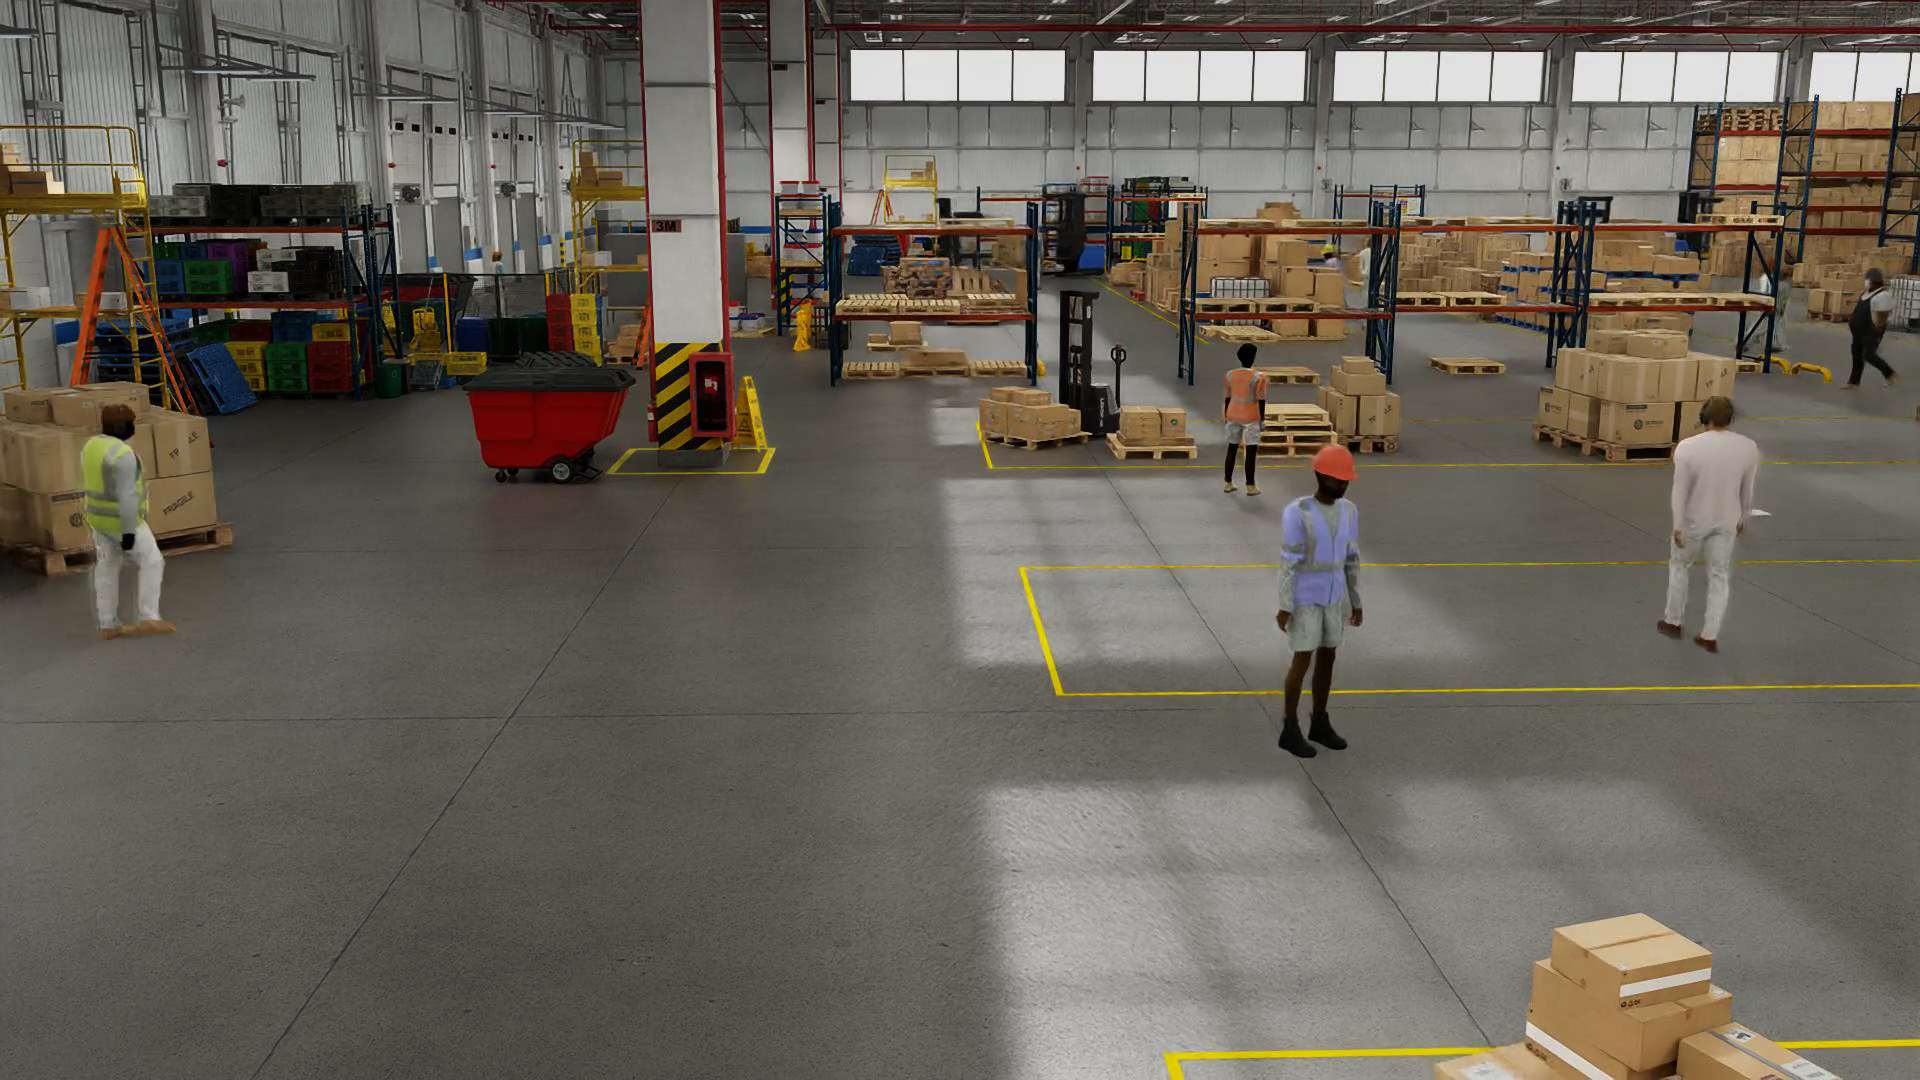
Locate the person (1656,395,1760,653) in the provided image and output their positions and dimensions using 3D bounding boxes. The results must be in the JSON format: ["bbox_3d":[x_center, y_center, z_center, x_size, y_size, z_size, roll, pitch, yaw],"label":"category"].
[{"bbox_3d":[5.642,-0.147,12.595,0.638,1.912,0.789,1,13,6],"label":"person"}]

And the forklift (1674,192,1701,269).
[{"bbox_3d":[26.311,-11.212,60.344,1.873,2.768,1.129,0,12,-2],"label":"forklift"}]

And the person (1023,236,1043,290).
[{"bbox_3d":[2.223,-8.550,50.477,0.627,1.936,0.374,3,13,15],"label":"person"}]

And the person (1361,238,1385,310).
[{"bbox_3d":[10.535,-6.741,42.388,0.633,1.890,0.978,6,14,26],"label":"person"}]

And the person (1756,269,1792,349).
[{"bbox_3d":[16.579,-4.688,33.747,0.550,1.619,0.527,2,13,9],"label":"person"}]

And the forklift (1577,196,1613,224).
[{"bbox_3d":[19.038,-8.940,50.086,1.129,2.768,1.873,0,12,-2],"label":"forklift"}]

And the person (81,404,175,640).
[{"bbox_3d":[-6.388,-0.143,12.775,0.646,1.817,0.630,8,15,32],"label":"person"}]

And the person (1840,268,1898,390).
[{"bbox_3d":[14.926,-3.452,27.220,0.709,2.000,0.693,0,12,0],"label":"person"}]

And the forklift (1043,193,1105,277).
[{"bbox_3d":[3.945,-10.411,56.727,1.873,2.768,1.129,-5,14,-22],"label":"forklift"}]

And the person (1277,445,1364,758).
[{"bbox_3d":[2.228,0.363,10.260,0.582,1.928,0.404,-7,14,-28],"label":"person"}]

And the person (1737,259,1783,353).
[{"bbox_3d":[15.923,-4.622,32.947,0.798,1.859,0.605,0,12,-1],"label":"person"}]

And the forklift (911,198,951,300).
[{"bbox_3d":[-0.446,-8.178,46.646,1.873,2.768,1.129,0,12,-2],"label":"forklift"}]

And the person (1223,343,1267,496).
[{"bbox_3d":[3.161,-1.342,18.498,0.535,1.694,0.321,10,16,38],"label":"person"}]

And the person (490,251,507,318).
[{"bbox_3d":[-11.347,-6.263,40.845,0.314,1.634,0.516,-11,17,-42],"label":"person"}]

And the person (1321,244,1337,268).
[{"bbox_3d":[8.619,-5.960,38.872,0.419,1.896,0.590,6,14,24],"label":"person"}]

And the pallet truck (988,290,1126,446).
[{"bbox_3d":[1.257,-2.299,22.111,1.885,1.965,0.823,-9,15,-35],"label":"pallet truck"}]
